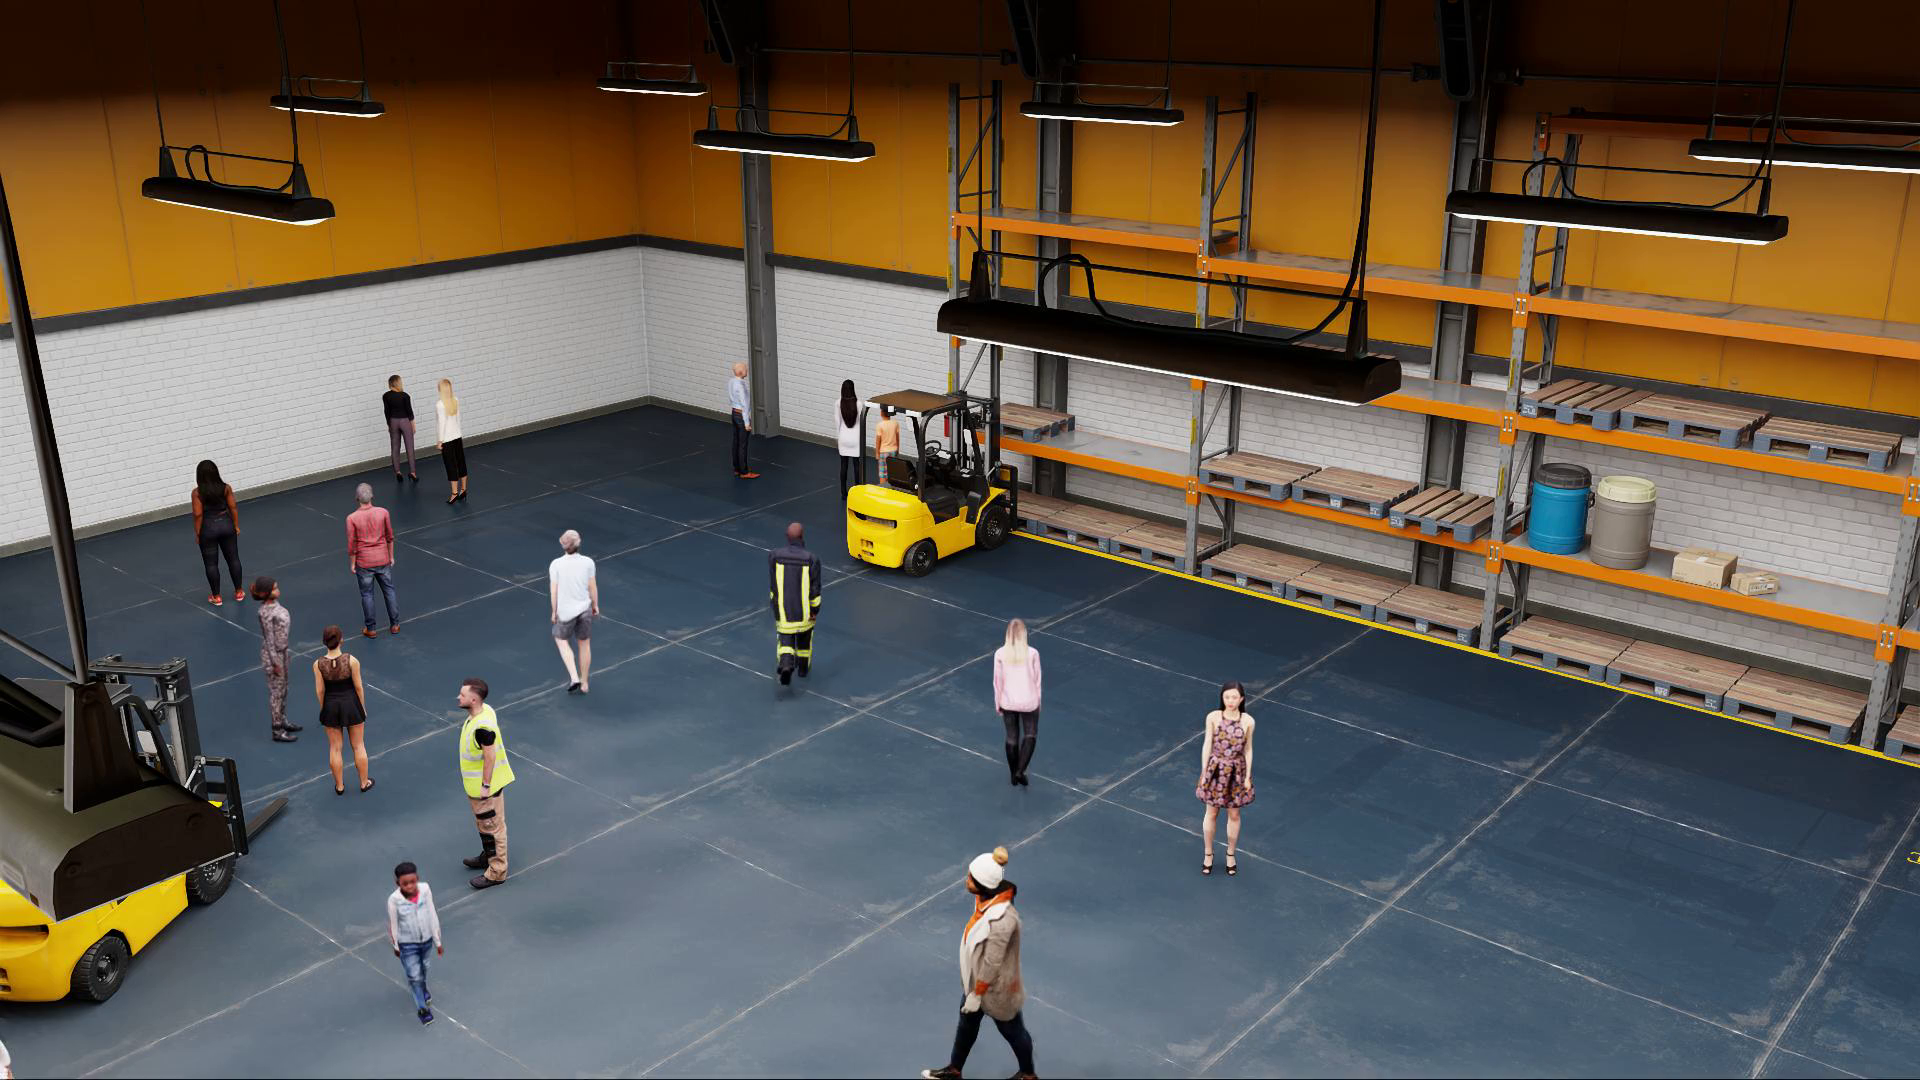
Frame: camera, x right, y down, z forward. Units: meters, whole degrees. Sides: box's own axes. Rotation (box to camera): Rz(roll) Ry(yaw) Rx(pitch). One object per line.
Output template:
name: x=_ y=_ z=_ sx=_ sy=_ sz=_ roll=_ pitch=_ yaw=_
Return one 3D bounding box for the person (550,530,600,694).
person: x=-4.082 y=0.801 z=17.629 sx=0.817 sy=1.819 sz=0.863 roll=-8 pitch=20 yaw=-21

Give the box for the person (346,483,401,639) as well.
person: x=-6.820 y=0.228 z=19.311 sx=0.739 sy=1.831 sz=0.656 roll=-12 pitch=22 yaw=-32

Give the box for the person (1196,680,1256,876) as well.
person: x=2.259 y=2.016 z=14.092 sx=0.778 sy=1.773 sz=0.857 roll=3 pitch=19 yaw=8

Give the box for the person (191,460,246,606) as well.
person: x=-9.091 y=-0.111 z=20.339 sx=0.730 sy=1.816 sz=0.685 roll=-13 pitch=23 yaw=-35

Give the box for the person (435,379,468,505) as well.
person: x=-7.419 y=-1.439 z=24.219 sx=0.625 sy=1.858 sz=0.676 roll=8 pitch=20 yaw=22

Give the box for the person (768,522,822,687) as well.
person: x=-1.798 y=0.703 z=17.941 sx=1.145 sy=1.804 sz=1.166 roll=1 pitch=19 yaw=2

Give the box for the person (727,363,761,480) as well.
person: x=-3.360 y=-1.842 z=25.520 sx=0.769 sy=1.791 sz=0.626 roll=-11 pitch=21 yaw=-29

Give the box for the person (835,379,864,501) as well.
person: x=-1.616 y=-1.471 z=24.390 sx=0.630 sy=1.809 sz=0.748 roll=4 pitch=19 yaw=11

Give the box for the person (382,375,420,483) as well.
person: x=-8.501 y=-1.694 z=25.266 sx=0.649 sy=1.672 sz=0.740 roll=1 pitch=19 yaw=4

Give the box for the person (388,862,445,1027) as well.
person: x=-4.029 y=2.915 z=12.287 sx=0.625 sy=1.222 sz=0.922 roll=-13 pitch=22 yaw=-33

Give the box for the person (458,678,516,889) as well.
person: x=-4.019 y=2.007 z=14.002 sx=0.898 sy=1.847 sz=0.820 roll=-7 pitch=20 yaw=-19

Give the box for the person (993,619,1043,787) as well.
person: x=0.543 y=1.561 z=15.588 sx=0.838 sy=1.680 sz=0.867 roll=3 pitch=19 yaw=10

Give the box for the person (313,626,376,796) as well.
person: x=-5.781 y=1.578 z=15.545 sx=0.680 sy=1.675 sz=0.722 roll=-4 pitch=19 yaw=-12

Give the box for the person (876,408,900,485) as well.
person: x=-1.051 y=-1.283 z=24.385 sx=0.585 sy=1.455 sz=0.593 roll=-9 pitch=21 yaw=-24

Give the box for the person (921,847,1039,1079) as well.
person: x=0.342 y=2.928 z=11.249 sx=1.075 sy=1.859 sz=1.092 roll=-6 pitch=19 yaw=-16

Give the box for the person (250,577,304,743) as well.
person: x=-6.857 y=1.176 z=16.680 sx=0.732 sy=1.714 sz=0.672 roll=-2 pitch=19 yaw=-5
